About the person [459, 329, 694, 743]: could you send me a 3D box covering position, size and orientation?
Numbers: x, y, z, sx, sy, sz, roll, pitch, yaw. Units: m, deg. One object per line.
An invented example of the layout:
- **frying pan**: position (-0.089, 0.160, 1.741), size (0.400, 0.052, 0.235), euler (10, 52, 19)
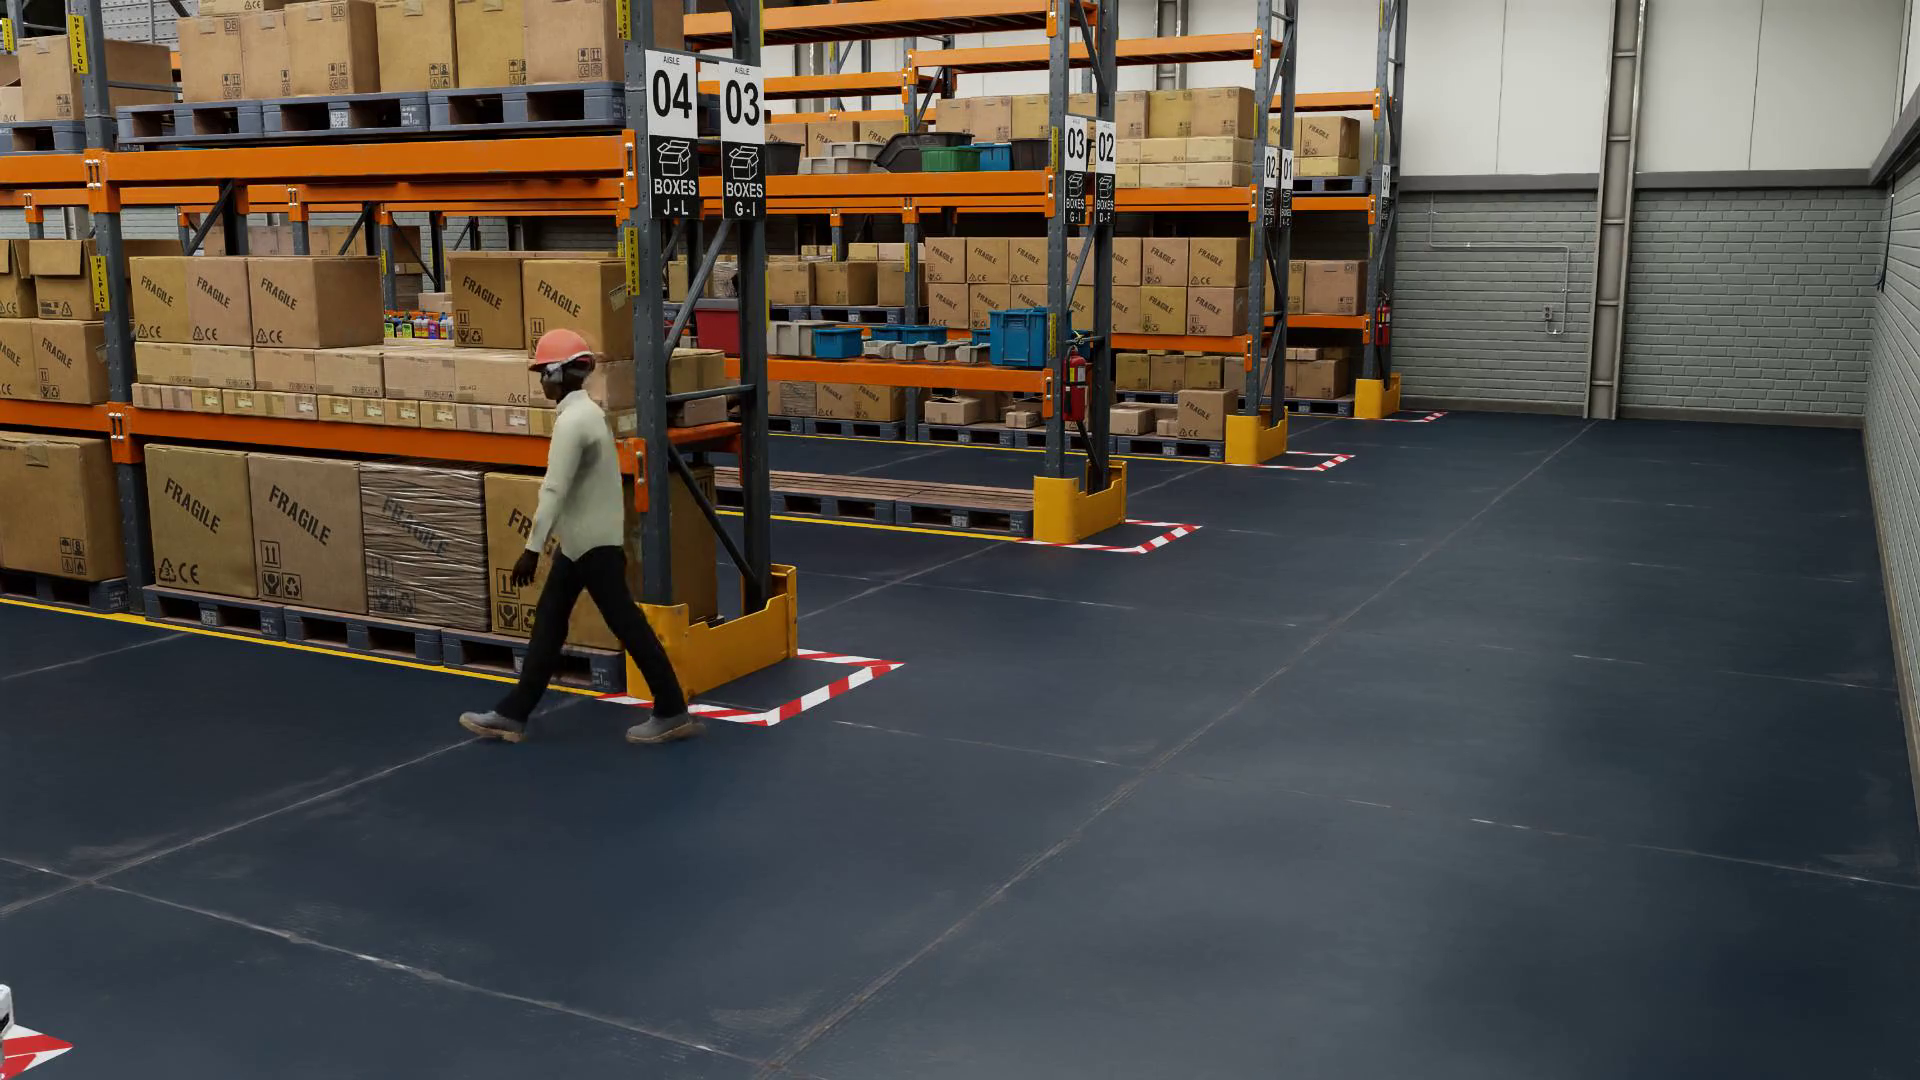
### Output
- **person**: position (-1.756, 0.006, 7.647), size (1.082, 1.925, 0.630), euler (-2, 11, -12)

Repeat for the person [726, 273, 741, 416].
- **person**: position (-2.531, -2.078, 18.948), size (0.748, 1.941, 0.618), euler (4, 11, 21)

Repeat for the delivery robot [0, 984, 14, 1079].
- **delivery robot**: position (-2.772, 1.285, 4.136), size (0.707, 0.478, 0.477), euler (-2, 11, -11)
